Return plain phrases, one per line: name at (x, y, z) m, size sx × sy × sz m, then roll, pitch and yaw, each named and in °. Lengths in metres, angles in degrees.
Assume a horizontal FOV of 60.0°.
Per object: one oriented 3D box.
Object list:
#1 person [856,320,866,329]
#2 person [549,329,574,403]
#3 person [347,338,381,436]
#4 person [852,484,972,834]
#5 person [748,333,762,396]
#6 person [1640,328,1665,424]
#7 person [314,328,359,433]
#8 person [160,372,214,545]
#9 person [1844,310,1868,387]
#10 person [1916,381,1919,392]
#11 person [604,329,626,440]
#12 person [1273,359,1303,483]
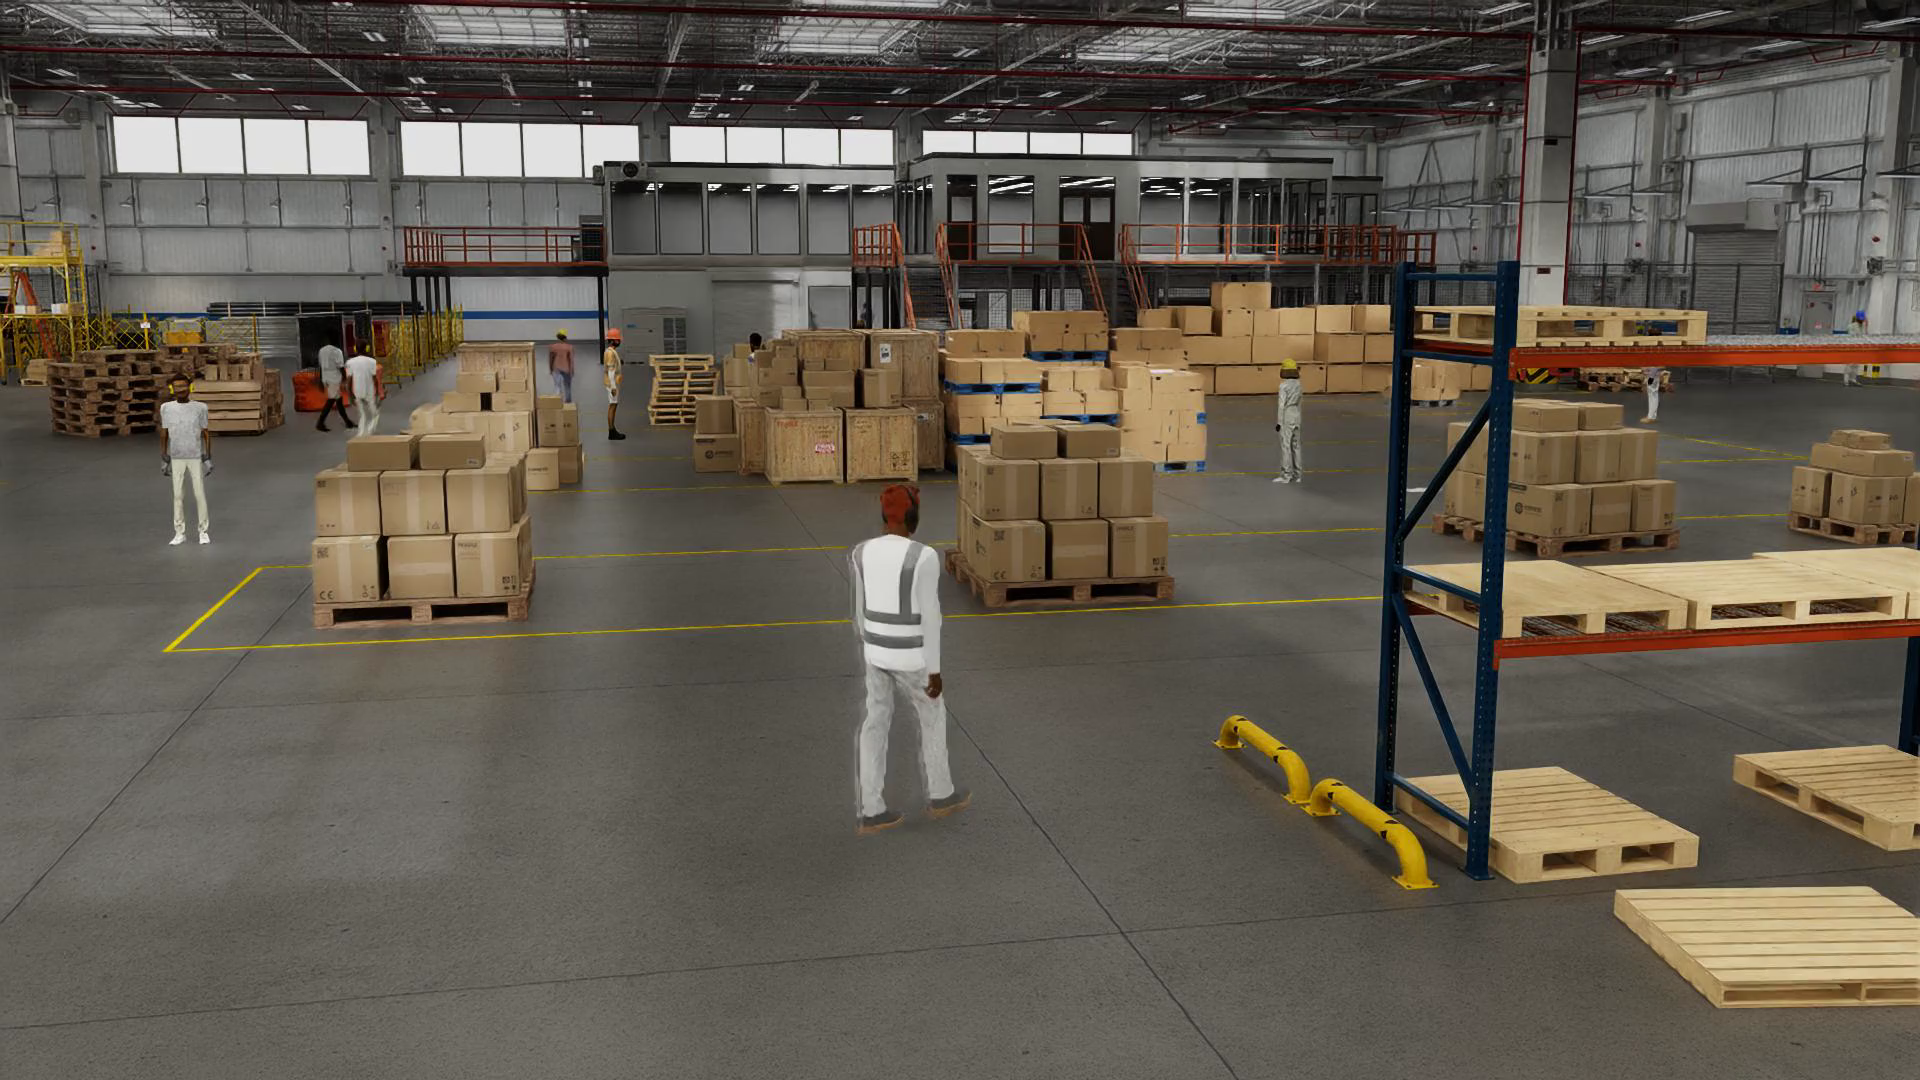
person at (-2.191, -3.950, 36.850) m, size 0.506 × 1.846 × 0.345 m, roll 1°, pitch 9°, yaw 6°
person at (-8.332, -3.557, 34.816) m, size 0.523 × 1.726 × 0.898 m, roll -2°, pitch 9°, yaw -10°
person at (-9.686, -2.350, 27.073) m, size 0.548 × 1.853 × 0.419 m, roll 1°, pitch 9°, yaw 3°
person at (-0.254, 0.617, 8.975) m, size 0.623 × 1.850 × 0.843 m, roll 7°, pitch 12°, yaw 36°
person at (-3.338, -2.489, 27.729) m, size 0.373 × 1.915 × 0.594 m, roll 3°, pitch 10°, yaw 17°
person at (13.351, -3.166, 32.079) m, size 0.429 × 1.843 × 0.633 m, roll 4°, pitch 10°, yaw 24°
person at (-11.413, -2.908, 30.295) m, size 0.632 × 1.916 × 1.006 m, roll 7°, pitch 12°, yaw 38°
person at (-8.387, -0.877, 18.025) m, size 0.532 × 1.876 × 0.319 m, roll -2°, pitch 10°, yaw -14°
person at (22.479, -4.787, 41.697) m, size 0.650 × 1.929 × 0.442 m, roll -2°, pitch 10°, yaw -13°
person at (23.064, -4.422, 39.425) m, size 0.615 × 1.958 × 0.973 m, roll -1°, pitch 9°, yaw -4°
person at (-6.031, -2.719, 29.062) m, size 0.356 × 1.936 × 0.551 m, roll -1°, pitch 9°, yaw -9°
person at (4.590, -1.663, 23.253) m, size 0.480 × 1.734 × 0.328 m, roll -9°, pitch 13°, yaw -44°
